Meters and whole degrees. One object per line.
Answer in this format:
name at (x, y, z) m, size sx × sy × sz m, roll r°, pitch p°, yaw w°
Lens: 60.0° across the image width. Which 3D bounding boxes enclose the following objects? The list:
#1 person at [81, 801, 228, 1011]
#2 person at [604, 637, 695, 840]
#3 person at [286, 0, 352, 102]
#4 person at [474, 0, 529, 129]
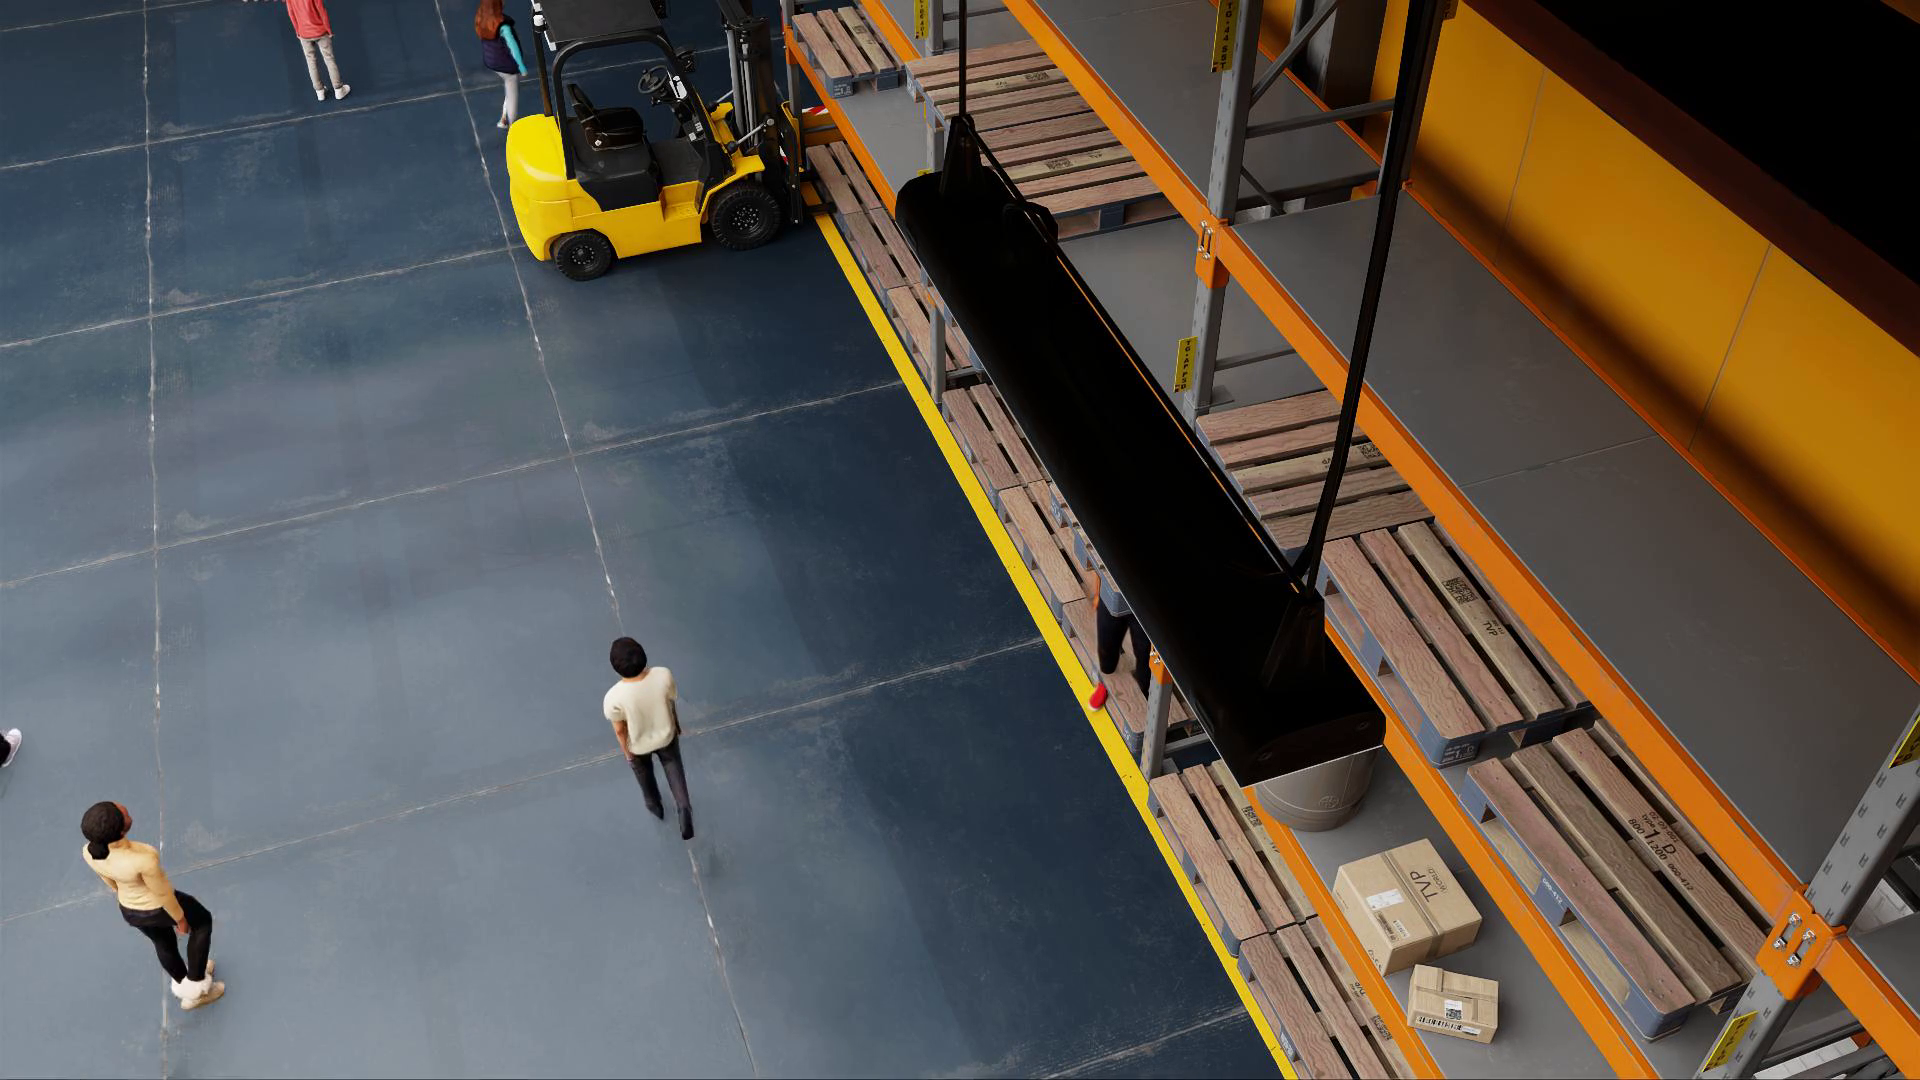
person at (-4.282, 1.984, 8.740) m, size 0.713 × 1.649 × 0.758 m, roll 6°, pitch 44°, yaw 6°
person at (-1.771, 1.182, 9.637) m, size 0.674 × 1.572 × 0.846 m, roll -22°, pitch 48°, yaw -21°
person at (-6.313, -4.971, 16.208) m, size 0.568 × 1.417 × 0.561 m, roll 0°, pitch 44°, yaw -1°
person at (-4.323, -4.441, 15.600) m, size 0.729 × 1.489 × 0.648 m, roll -33°, pitch 53°, yaw -30°
